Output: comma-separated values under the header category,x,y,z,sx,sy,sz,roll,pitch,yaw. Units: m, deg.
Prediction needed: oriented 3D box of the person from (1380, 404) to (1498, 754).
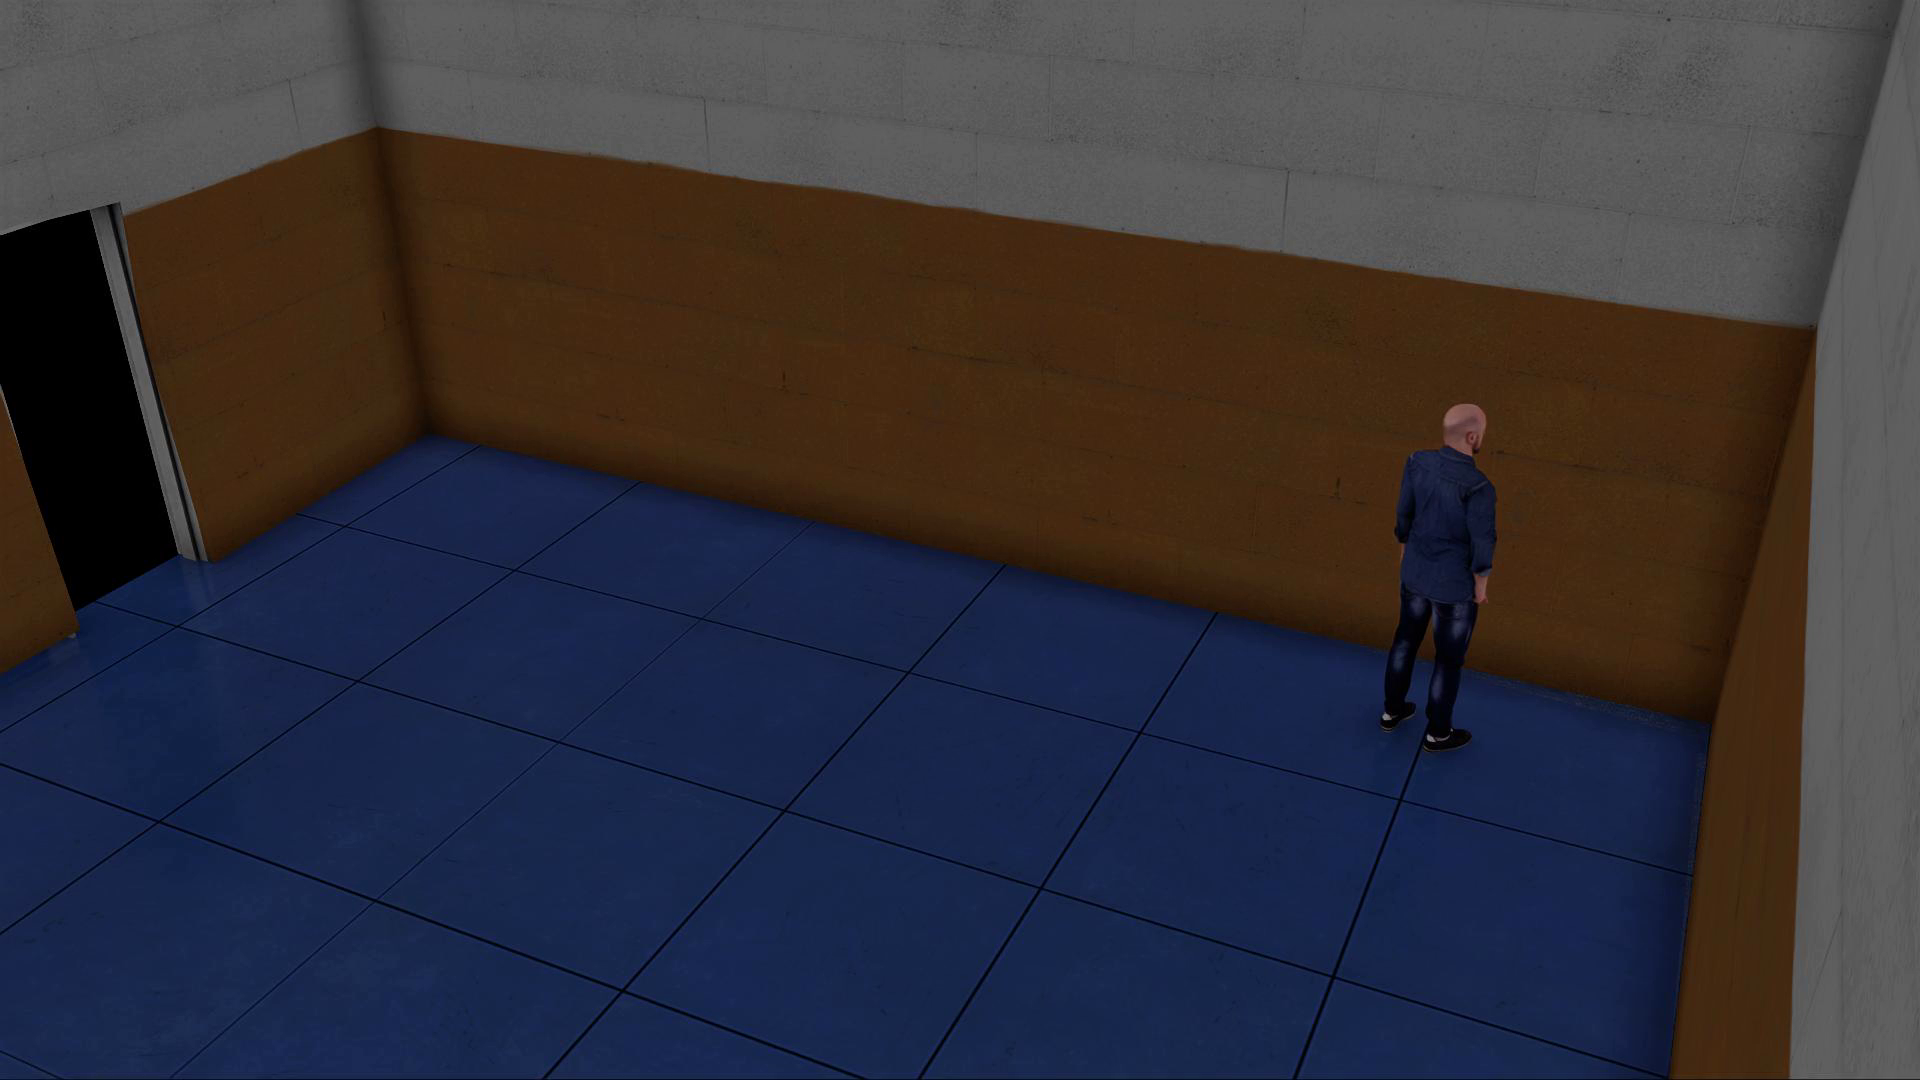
category,x,y,z,sx,sy,sz,roll,pitch,yaw
person,2.350,0.191,8.125,0.859,1.826,0.711,-20,35,-32
